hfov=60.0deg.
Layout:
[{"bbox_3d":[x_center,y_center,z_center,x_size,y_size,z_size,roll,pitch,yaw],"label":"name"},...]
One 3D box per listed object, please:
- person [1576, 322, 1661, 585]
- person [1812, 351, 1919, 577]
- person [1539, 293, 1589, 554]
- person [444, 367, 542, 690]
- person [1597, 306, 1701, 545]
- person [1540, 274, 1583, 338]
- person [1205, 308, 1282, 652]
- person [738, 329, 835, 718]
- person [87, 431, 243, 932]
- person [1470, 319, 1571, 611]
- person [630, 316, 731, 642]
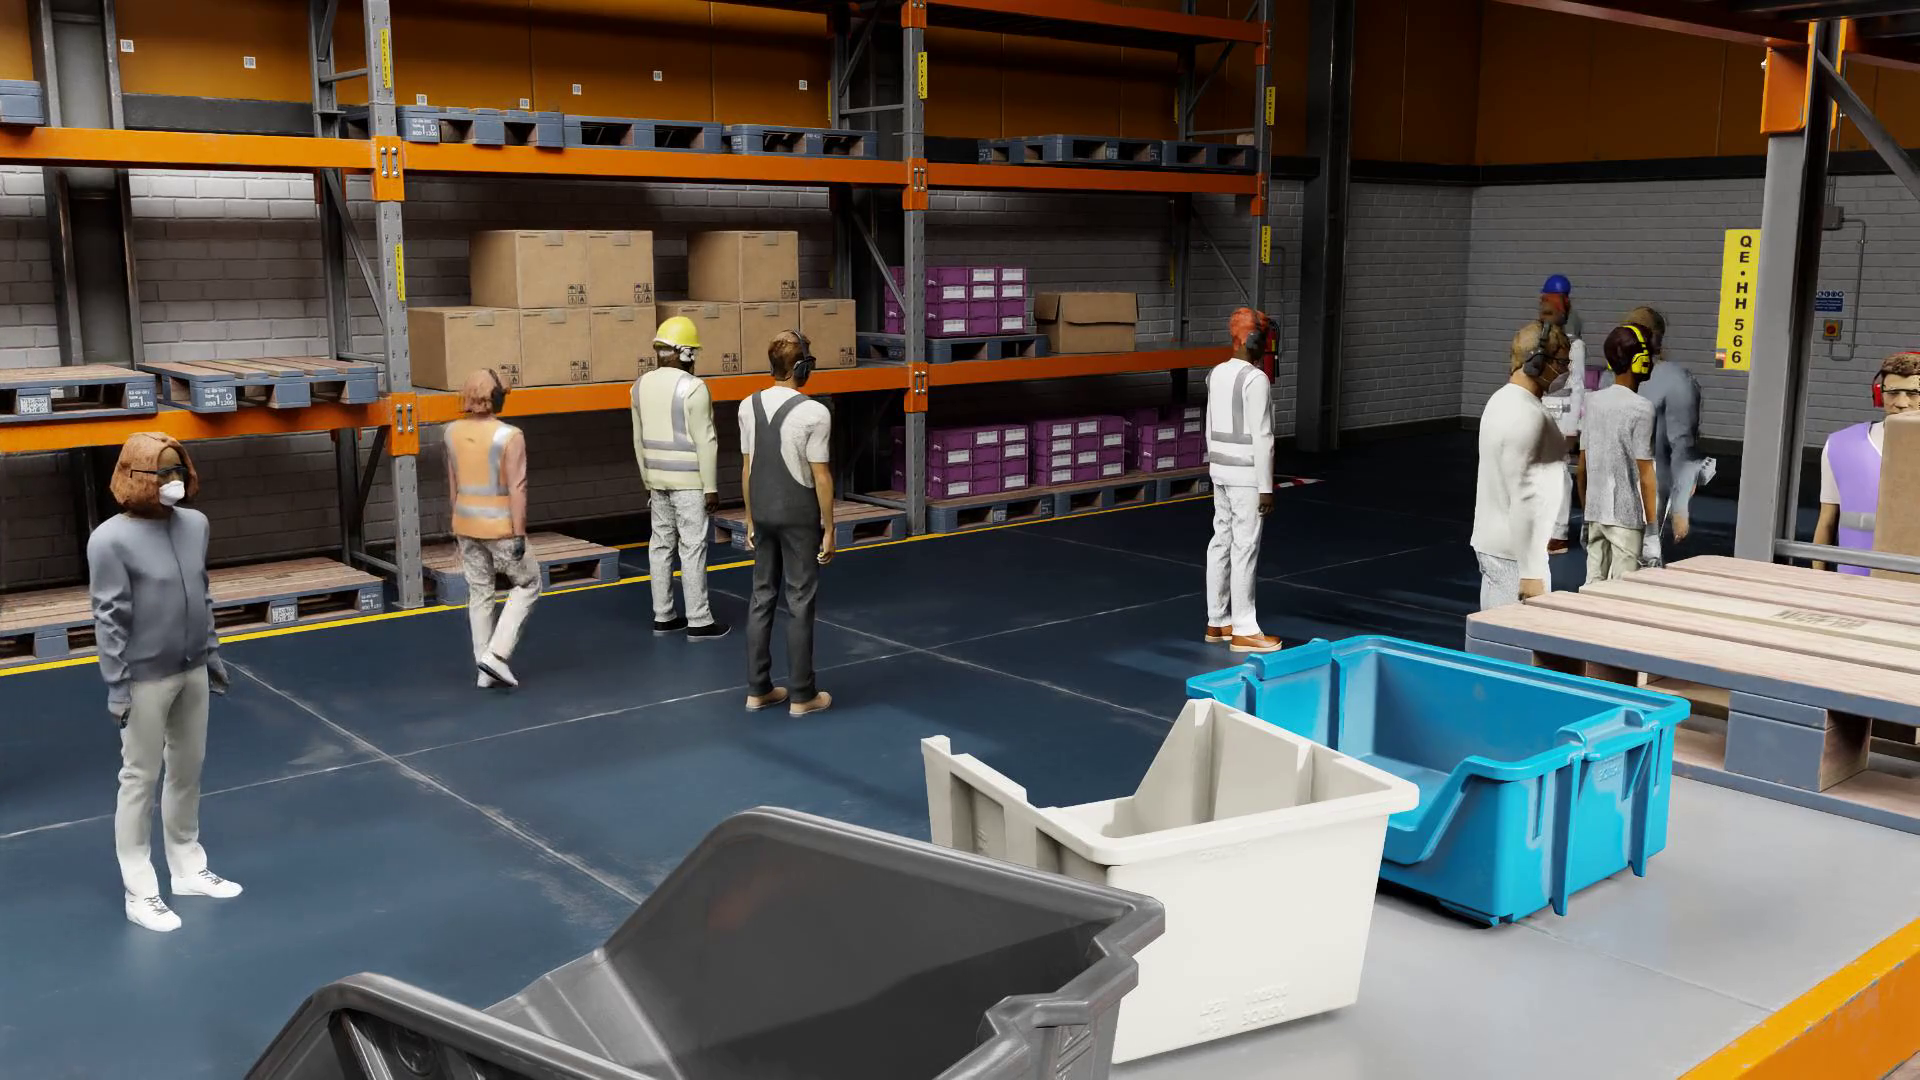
[{"bbox_3d":[3.076,-0.069,7.742,0.328,1.876,0.513,-3,11,-18],"label":"person"},{"bbox_3d":[3.561,0.198,6.362,0.561,1.836,0.379,6,12,32],"label":"person"},{"bbox_3d":[4.274,-0.839,12.044,0.349,1.879,0.608,-3,11,-17],"label":"person"},{"bbox_3d":[-2.334,-0.044,8.302,0.519,1.629,0.360,4,11,23],"label":"person"},{"bbox_3d":[3.507,-0.227,8.565,0.752,1.931,0.649,-4,11,-20],"label":"person"},{"bbox_3d":[5.642,-1.543,15.795,0.612,1.946,0.399,-9,14,-42],"label":"person"},{"bbox_3d":[1.557,-0.329,9.169,0.355,1.885,0.575,-4,11,-21],"label":"person"},{"bbox_3d":[-0.812,-0.070,7.871,0.510,1.840,0.337,6,12,29],"label":"person"},{"bbox_3d":[-2.628,0.451,5.502,0.266,1.631,0.507,3,11,16],"label":"person"},{"bbox_3d":[2.264,0.080,6.744,0.373,1.935,0.628,1,10,8],"label":"person"},{"bbox_3d":[-1.571,-0.341,9.390,0.586,1.831,0.403,7,12,36],"label":"person"}]
